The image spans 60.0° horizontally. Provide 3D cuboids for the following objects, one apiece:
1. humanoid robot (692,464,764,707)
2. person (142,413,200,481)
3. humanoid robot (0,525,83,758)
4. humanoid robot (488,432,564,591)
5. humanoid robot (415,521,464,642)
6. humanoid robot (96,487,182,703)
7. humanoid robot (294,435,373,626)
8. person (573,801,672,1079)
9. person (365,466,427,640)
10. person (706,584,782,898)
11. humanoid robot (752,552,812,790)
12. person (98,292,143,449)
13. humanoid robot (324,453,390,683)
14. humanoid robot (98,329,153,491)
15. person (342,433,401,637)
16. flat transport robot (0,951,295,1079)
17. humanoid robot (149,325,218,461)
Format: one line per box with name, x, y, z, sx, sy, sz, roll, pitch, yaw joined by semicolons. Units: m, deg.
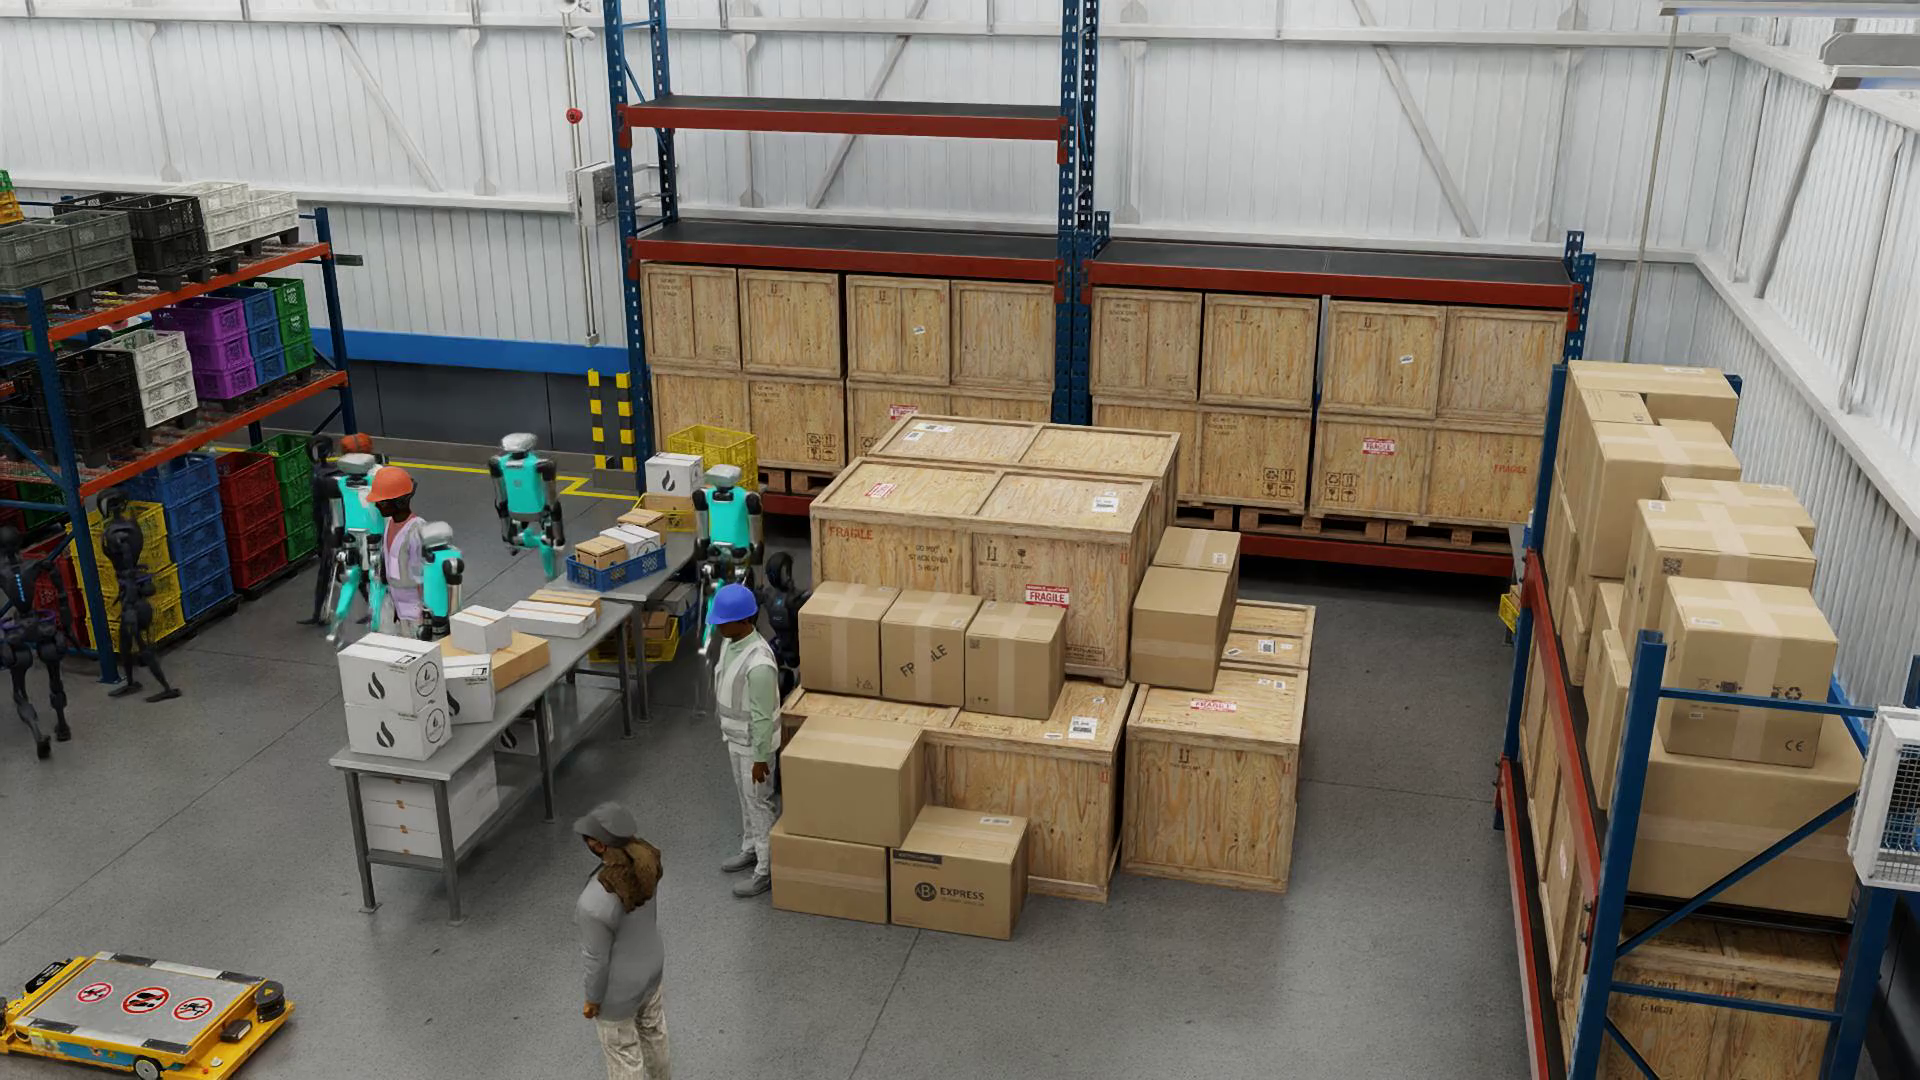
humanoid robot;-1.730;0.440;12.003;0.543;1.901;0.715;6;22;16
person;-7.372;-0.992;15.494;0.648;1.811;0.454;1;21;2
humanoid robot;-6.320;0.671;11.319;0.588;1.642;0.556;-14;25;-33
humanoid robot;-3.321;-0.108;13.372;0.543;1.776;1.010;4;21;9
humanoid robot;-3.580;0.799;10.929;0.739;1.803;0.556;-14;25;-33
humanoid robot;-6.006;0.417;11.995;0.490;1.653;0.609;-13;25;-31
humanoid robot;-4.985;-0.042;13.229;0.606;1.632;0.702;18;28;40
person;-1.547;2.002;7.705;0.395;1.769;0.564;7;22;18
person;-3.750;0.467;11.366;0.400;2.035;0.598;-16;26;-36
person;-1.244;1.148;9.708;0.412;1.939;0.602;-9;23;-23
humanoid robot;-1.099;0.862;10.836;0.608;1.641;0.614;6;22;14
person;-8.708;-1.720;17.357;0.403;1.828;0.592;18;27;39
humanoid robot;-4.438;0.271;12.246;0.541;1.747;0.722;2;21;6
humanoid robot;-8.327;-1.305;16.529;0.607;1.648;0.609;3;21;8
person;-4.417;0.082;12.588;0.372;1.876;0.585;-3;21;-9
flat transport robot;-4.270;2.464;8.601;1.431;0.231;0.659;5;22;13
humanoid robot;-7.518;-1.214;16.208;0.711;1.817;0.557;19;28;41
